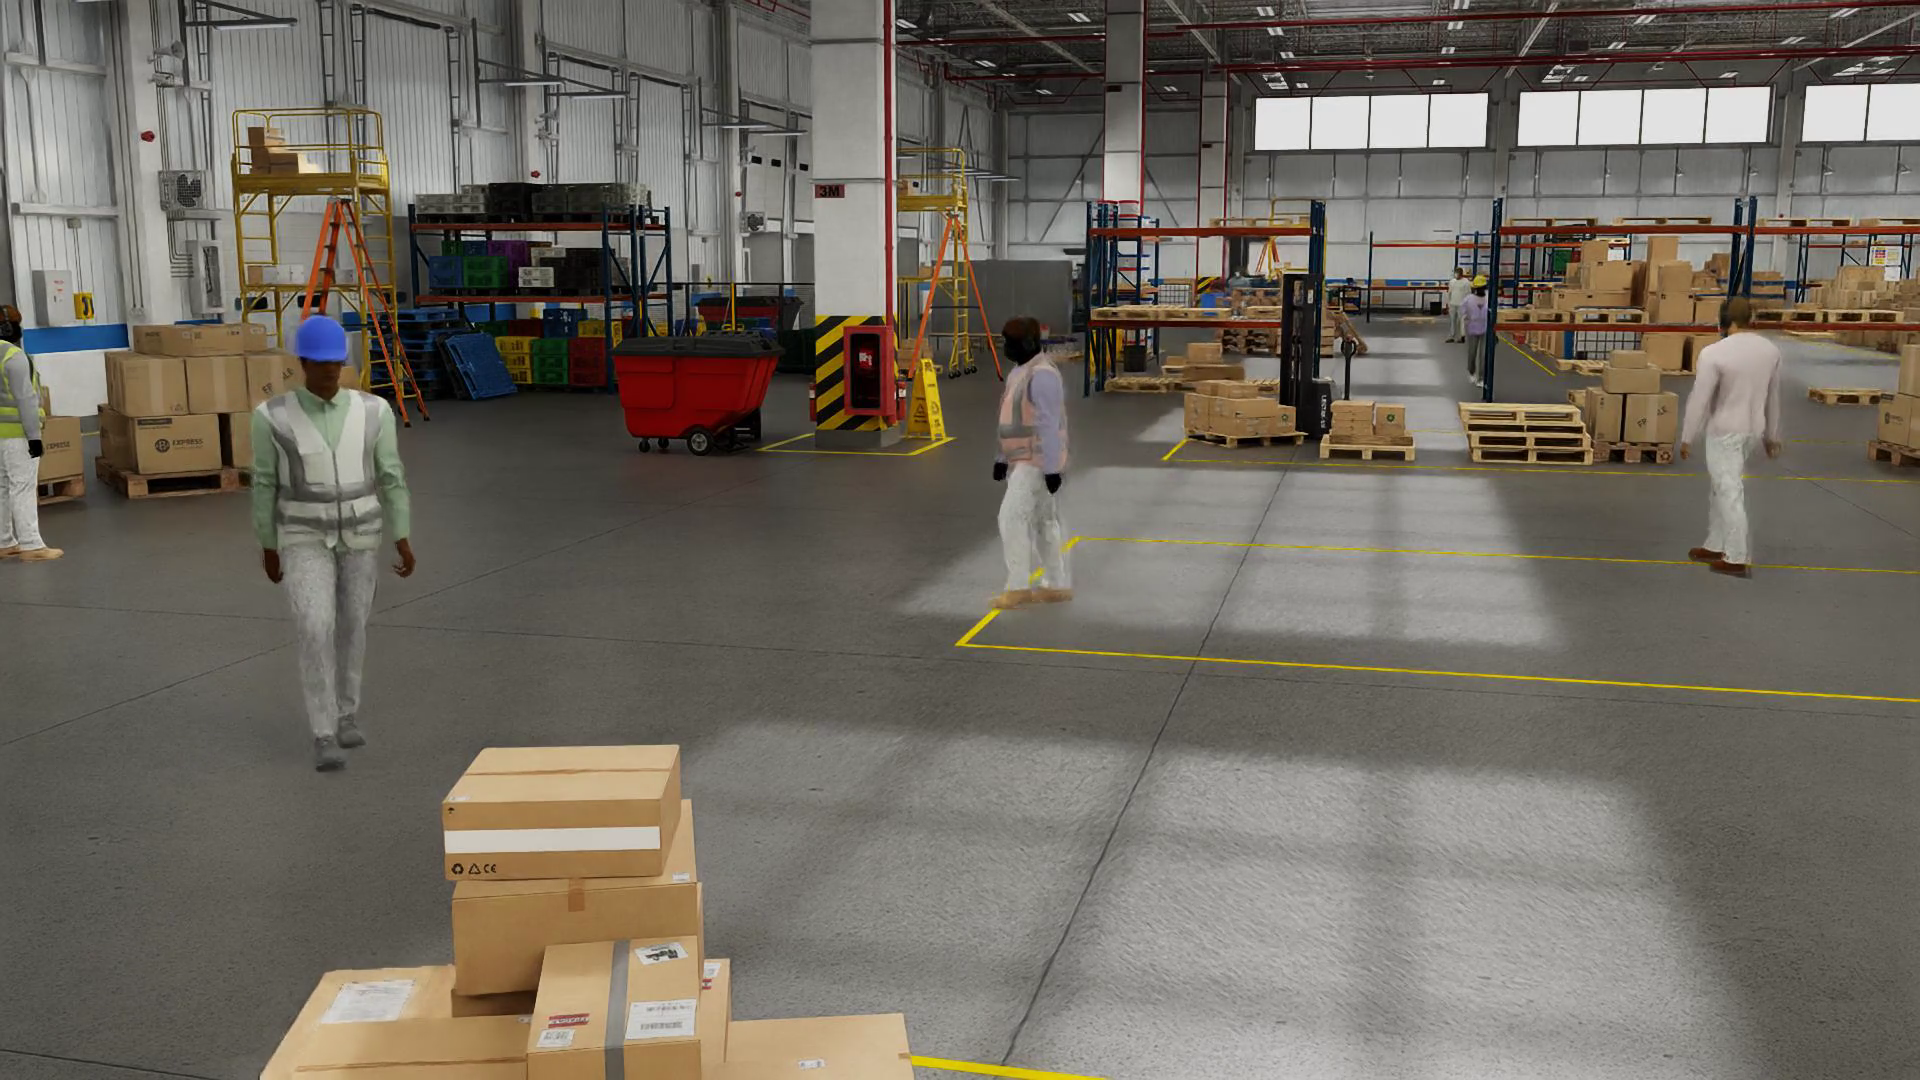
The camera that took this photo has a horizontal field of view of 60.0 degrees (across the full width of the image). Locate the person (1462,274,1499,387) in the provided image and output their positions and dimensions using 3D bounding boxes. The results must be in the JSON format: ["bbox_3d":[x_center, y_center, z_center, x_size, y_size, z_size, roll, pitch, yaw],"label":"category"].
[{"bbox_3d":[8.756,-3.524,28.016,0.607,1.906,0.489,4,10,22],"label":"person"}]

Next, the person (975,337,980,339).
[{"bbox_3d":[0.597,-5.992,42.552,0.547,1.911,0.786,4,11,25],"label":"person"}]

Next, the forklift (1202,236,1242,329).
[{"bbox_3d":[8.324,-7.826,50.481,1.873,2.768,1.129,2,10,14],"label":"forklift"}]

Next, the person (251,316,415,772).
[{"bbox_3d":[-2.670,0.008,7.161,0.614,1.914,0.798,-7,12,-34],"label":"person"}]

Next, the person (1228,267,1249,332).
[{"bbox_3d":[8.181,-7.050,48.790,0.634,1.912,0.868,3,10,18],"label":"person"}]

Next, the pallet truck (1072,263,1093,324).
[{"bbox_3d":[4.325,-8.180,55.162,0.823,1.965,1.885,6,11,31],"label":"pallet truck"}]

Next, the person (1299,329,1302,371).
[{"bbox_3d":[6.747,-4.099,31.920,0.487,1.738,0.338,-9,13,-41],"label":"person"}]

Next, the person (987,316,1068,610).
[{"bbox_3d":[0.376,-0.476,10.342,0.697,1.816,0.646,-1,10,-7],"label":"person"}]

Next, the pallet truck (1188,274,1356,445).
[{"bbox_3d":[3.653,-2.138,19.590,1.885,1.965,0.823,-4,10,-20],"label":"pallet truck"}]

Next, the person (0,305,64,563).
[{"bbox_3d":[-6.788,-0.757,11.920,0.626,1.844,0.429,5,11,27],"label":"person"}]

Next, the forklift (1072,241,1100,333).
[{"bbox_3d":[4.057,-7.290,47.330,1.873,2.768,1.129,2,10,14],"label":"forklift"}]

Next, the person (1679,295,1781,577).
[{"bbox_3d":[5.242,-0.727,11.512,0.662,1.913,0.771,-4,10,-21],"label":"person"}]

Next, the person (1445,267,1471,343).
[{"bbox_3d":[12.690,-5.973,42.351,0.369,1.936,0.630,-8,13,-40],"label":"person"}]
